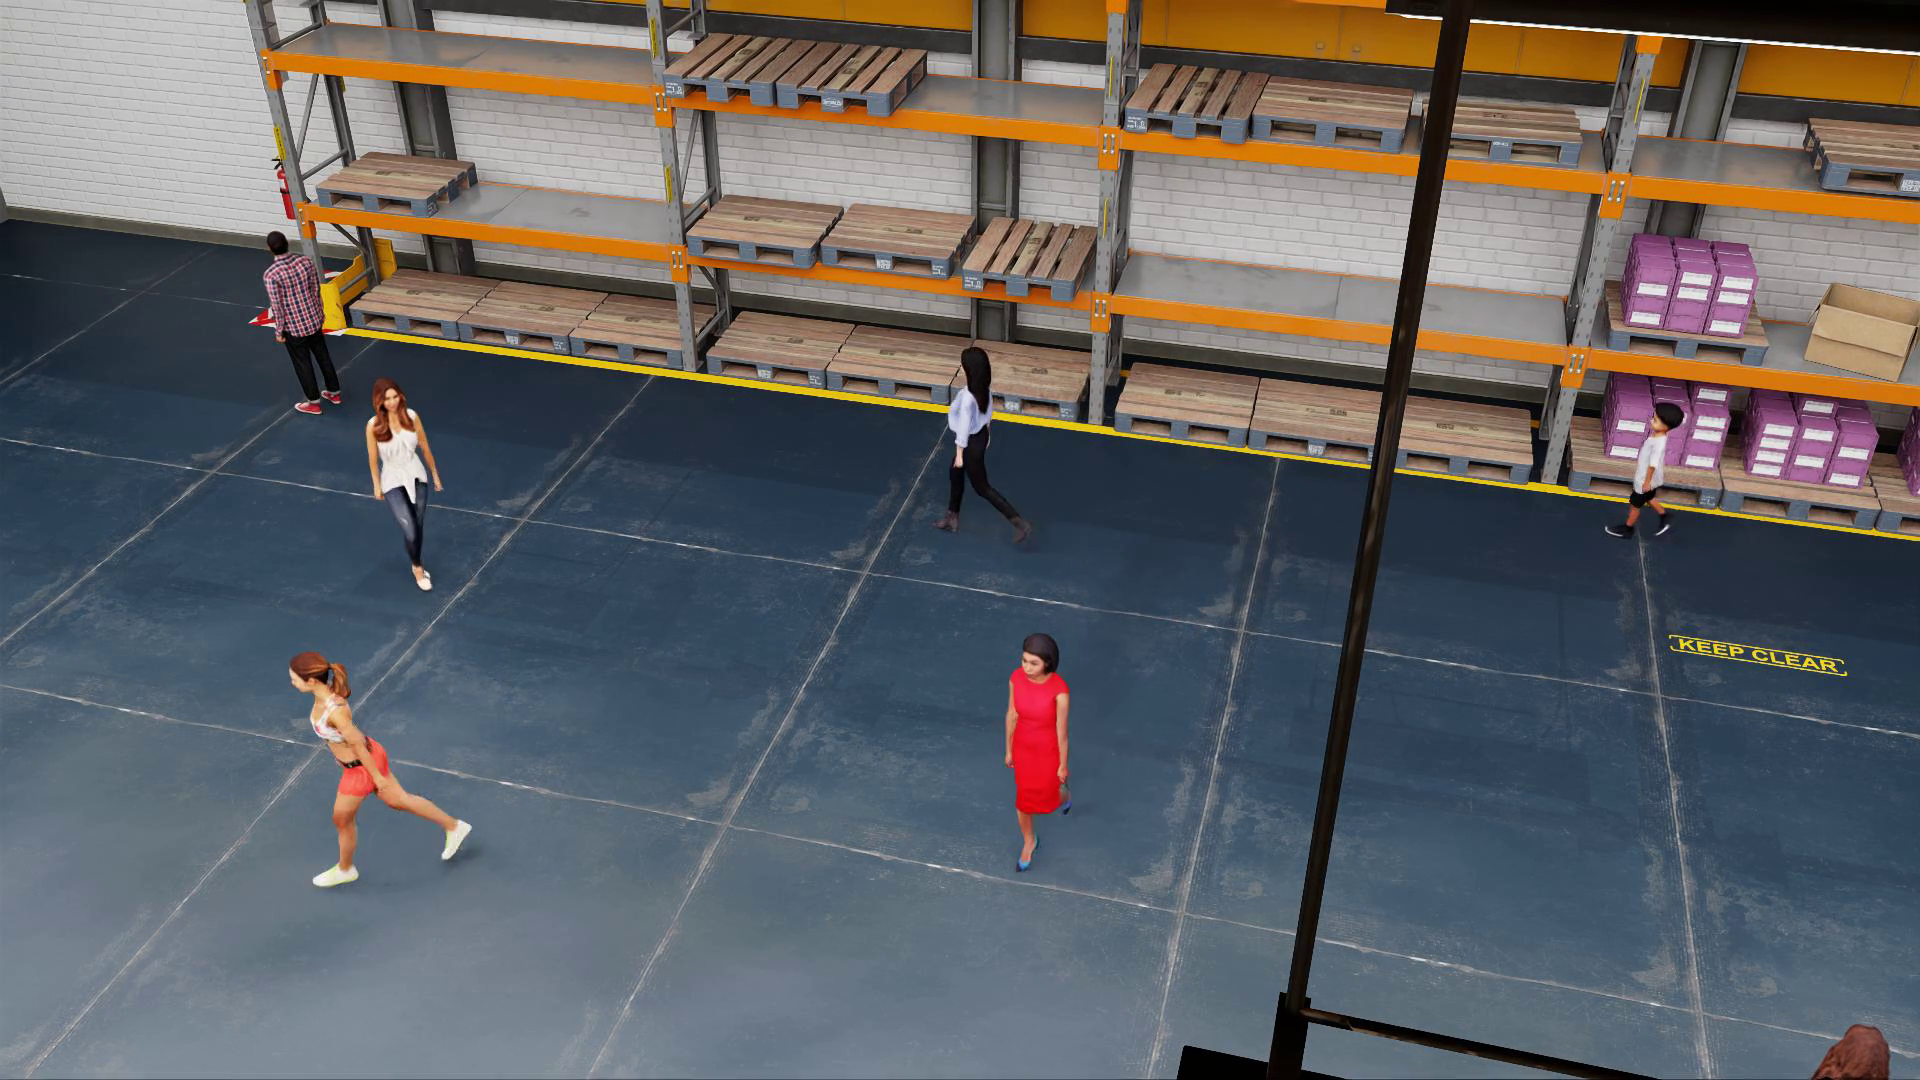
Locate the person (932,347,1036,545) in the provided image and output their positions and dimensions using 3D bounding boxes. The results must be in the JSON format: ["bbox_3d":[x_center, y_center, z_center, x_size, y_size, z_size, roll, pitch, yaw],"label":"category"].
[{"bbox_3d":[0.196,-0.697,13.178,1.137,1.709,0.692,10,35,15],"label":"person"}]

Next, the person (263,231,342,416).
[{"bbox_3d":[-5.970,-1.980,15.061,0.708,1.761,0.758,20,38,27],"label":"person"}]

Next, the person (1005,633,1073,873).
[{"bbox_3d":[0.522,1.271,10.200,0.838,1.727,0.771,18,38,25],"label":"person"}]

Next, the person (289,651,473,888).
[{"bbox_3d":[-3.504,1.371,10.055,1.233,1.721,1.088,-15,36,-21],"label":"person"}]

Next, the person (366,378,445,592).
[{"bbox_3d":[-4.308,-0.471,12.780,0.758,1.772,0.800,-26,42,-34],"label":"person"}]

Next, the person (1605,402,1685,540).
[{"bbox_3d":[5.592,-0.532,13.344,0.763,1.249,0.537,12,36,18],"label":"person"}]
